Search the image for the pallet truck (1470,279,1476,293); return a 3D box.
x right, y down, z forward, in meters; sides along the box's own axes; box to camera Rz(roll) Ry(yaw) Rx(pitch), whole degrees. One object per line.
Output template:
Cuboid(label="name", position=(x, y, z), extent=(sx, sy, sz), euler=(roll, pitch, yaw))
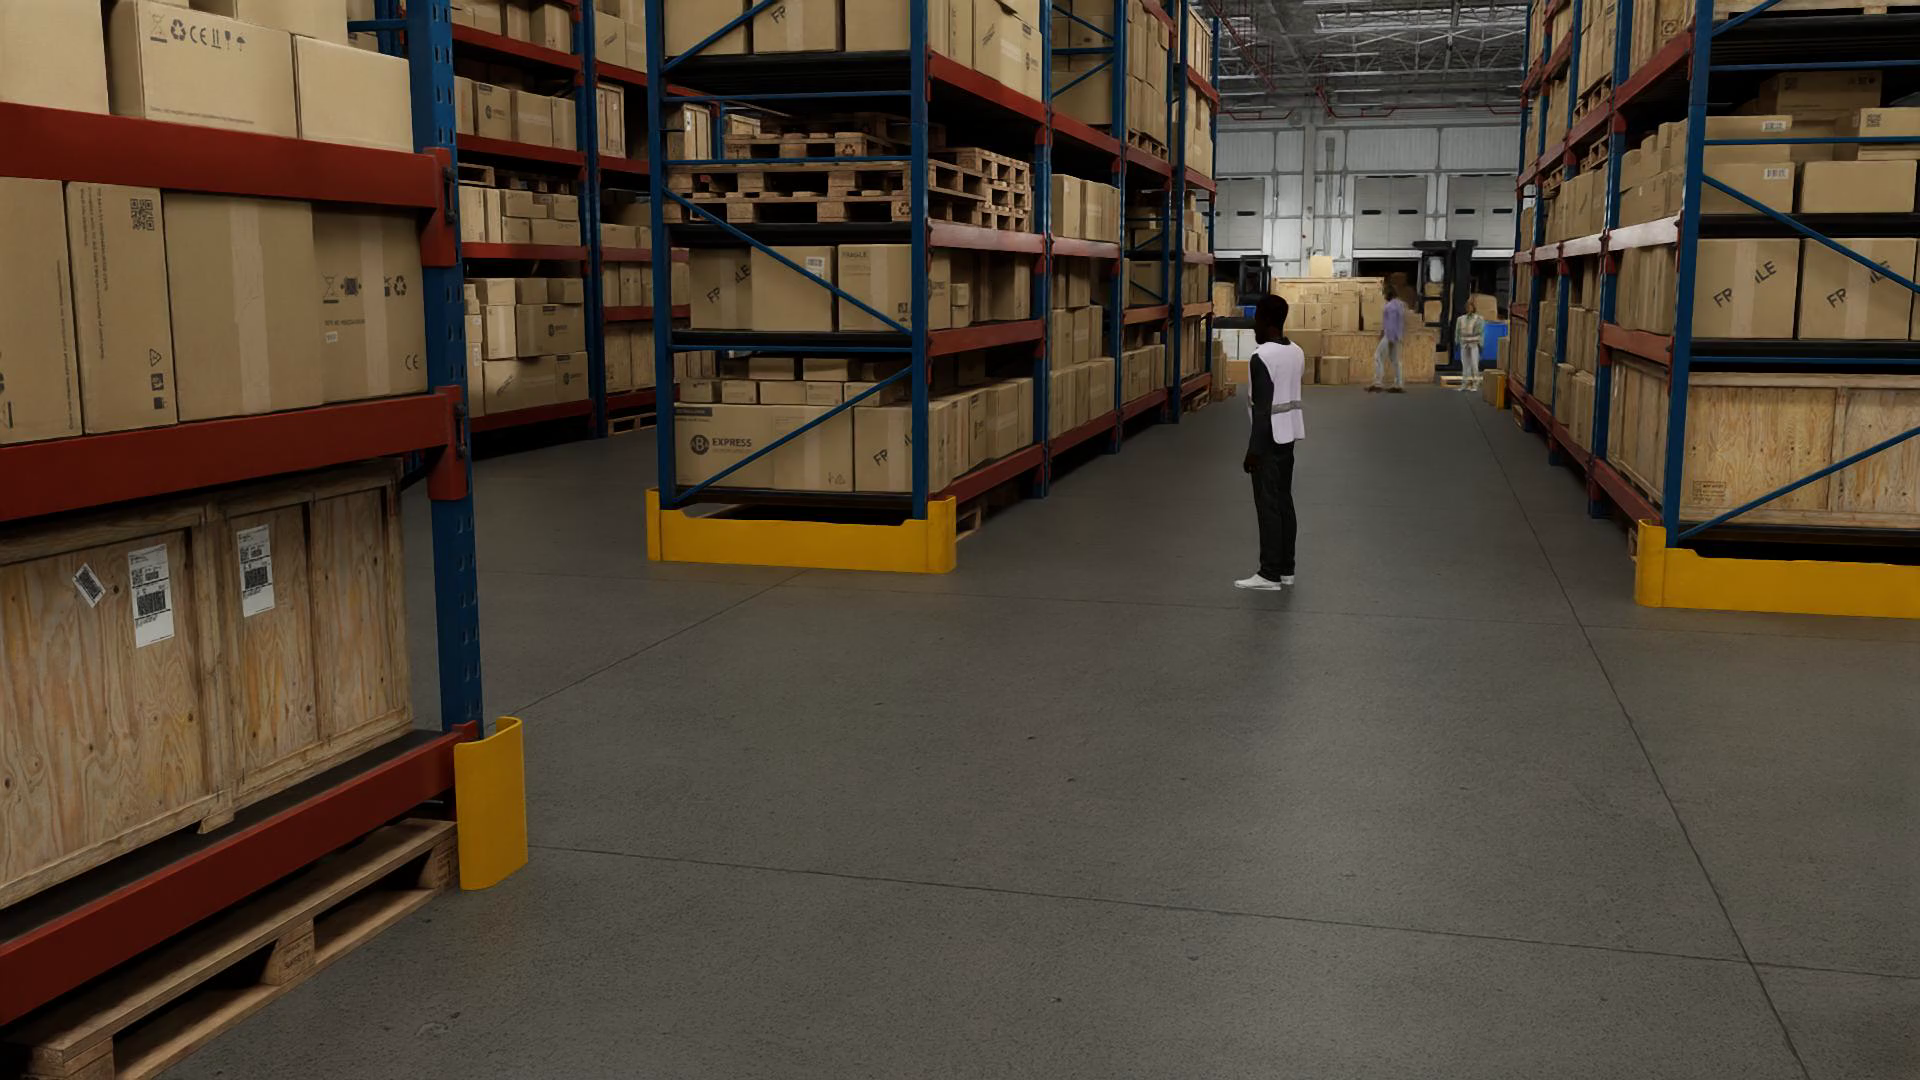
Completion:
Cuboid(label="pallet truck", position=(18.896, -8.459, 60.307), extent=(1.885, 1.965, 0.823), euler=(5, 10, 31))

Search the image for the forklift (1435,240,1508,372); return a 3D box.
Cuboid(label="forklift", position=(10.630, -4.951, 35.226), extent=(1.873, 2.768, 1.129), euler=(2, 9, 14))

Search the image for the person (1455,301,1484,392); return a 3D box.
Cuboid(label="person", position=(9.065, -3.436, 29.597), extent=(0.534, 1.615, 0.389), euler=(8, 12, 42))

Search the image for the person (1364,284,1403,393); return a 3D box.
Cuboid(label="person", position=(7.469, -3.534, 29.292), extent=(0.812, 1.906, 0.652), euler=(4, 10, 22))

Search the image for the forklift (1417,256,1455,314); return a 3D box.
Cuboid(label="forklift", position=(12.611, -6.302, 43.810), extent=(1.129, 2.768, 1.873), euler=(1, 9, 5))

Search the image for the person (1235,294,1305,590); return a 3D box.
Cuboid(label="person", position=(2.040, -0.631, 10.826), extent=(0.375, 1.917, 0.599), euler=(6, 11, 34))

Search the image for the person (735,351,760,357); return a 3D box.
Cuboid(label="person", position=(-2.893, -2.495, 22.517), extent=(0.367, 1.964, 0.609), euler=(-5, 10, -28))

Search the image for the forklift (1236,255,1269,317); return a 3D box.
Cuboid(label="forklift", position=(10.034, -8.359, 56.878), extent=(1.129, 2.768, 1.873), euler=(2, 9, 15))
